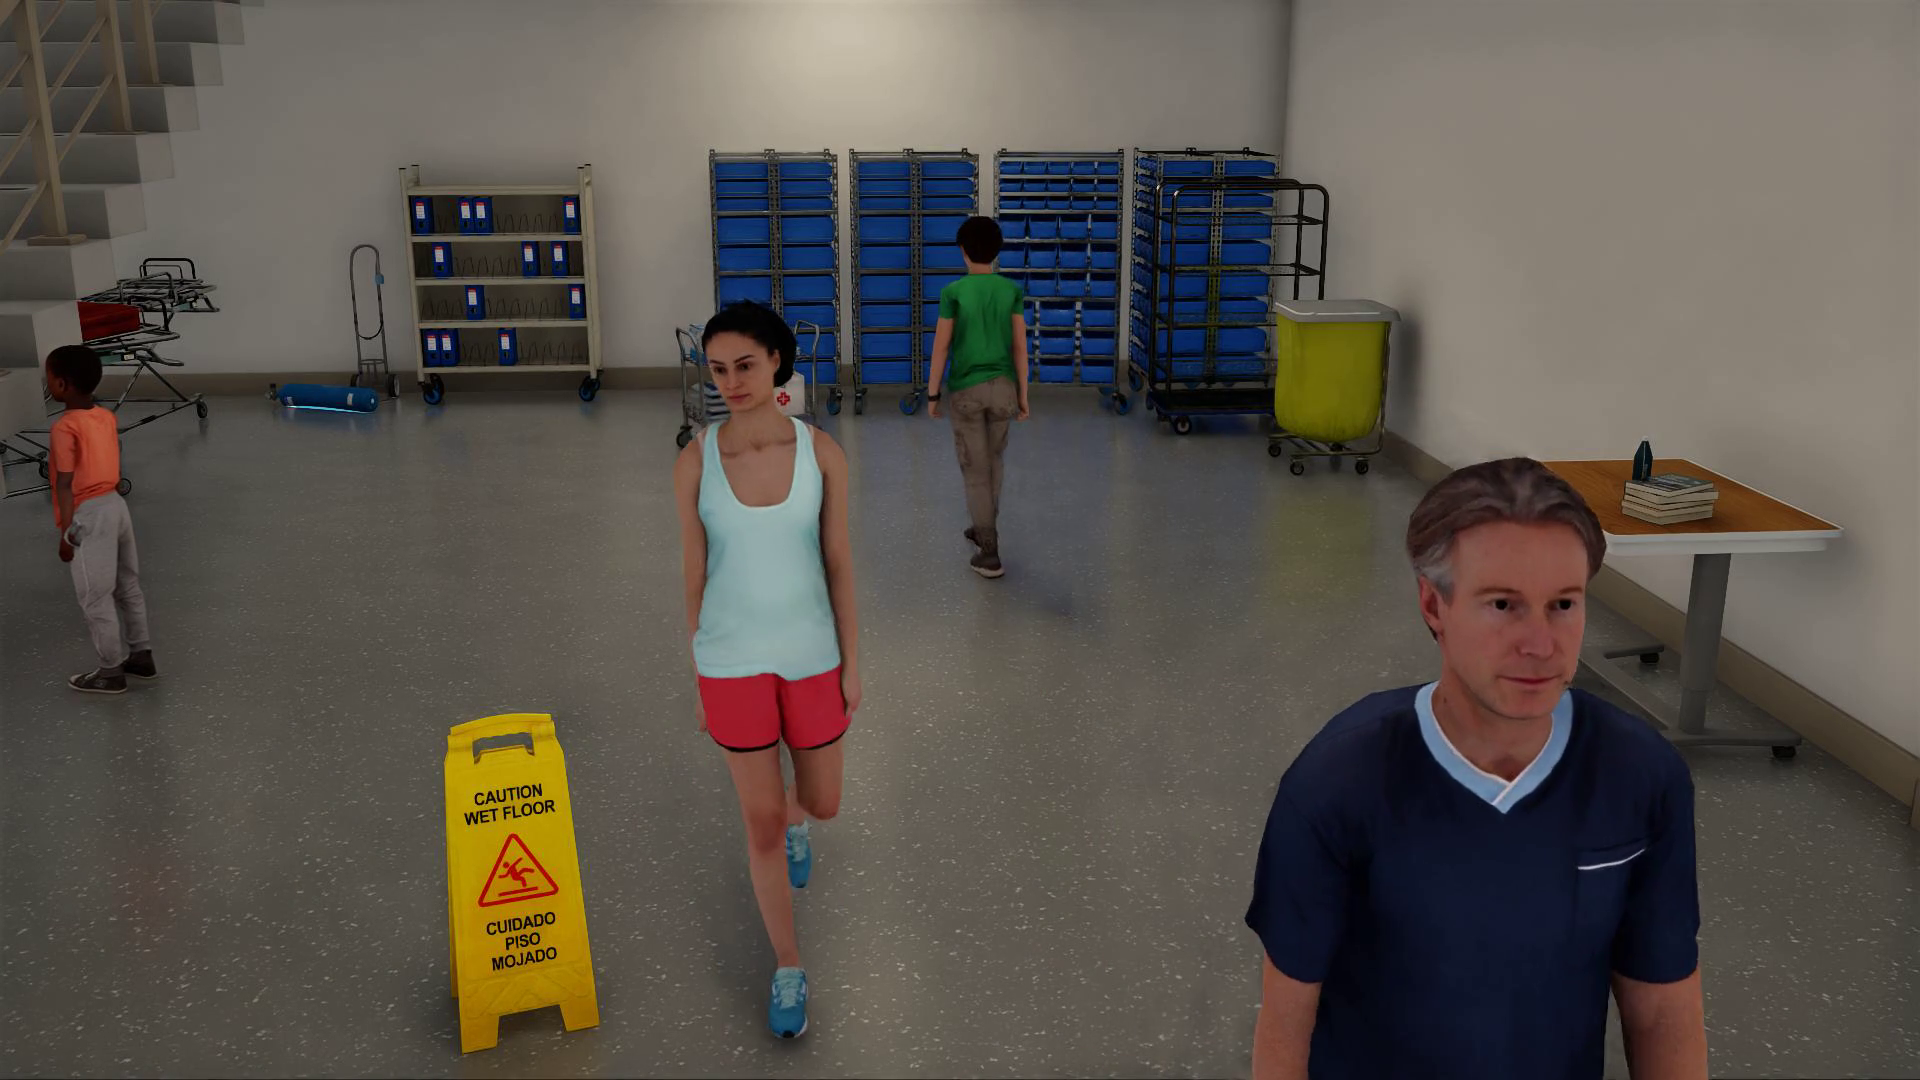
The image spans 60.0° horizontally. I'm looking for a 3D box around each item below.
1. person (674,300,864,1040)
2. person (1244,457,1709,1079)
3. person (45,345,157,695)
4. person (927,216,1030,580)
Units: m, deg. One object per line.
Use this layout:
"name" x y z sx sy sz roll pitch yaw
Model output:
"person" -0.475 0.301 4.068 0.633 1.744 0.973 -4 16 -13
"person" 0.588 0.794 2.148 0.674 1.838 1.049 -1 16 -4
"person" -3.224 -0.079 6.219 0.573 1.310 0.470 2 16 8
"person" 0.135 -0.632 7.570 0.752 1.640 0.901 -6 17 -21
